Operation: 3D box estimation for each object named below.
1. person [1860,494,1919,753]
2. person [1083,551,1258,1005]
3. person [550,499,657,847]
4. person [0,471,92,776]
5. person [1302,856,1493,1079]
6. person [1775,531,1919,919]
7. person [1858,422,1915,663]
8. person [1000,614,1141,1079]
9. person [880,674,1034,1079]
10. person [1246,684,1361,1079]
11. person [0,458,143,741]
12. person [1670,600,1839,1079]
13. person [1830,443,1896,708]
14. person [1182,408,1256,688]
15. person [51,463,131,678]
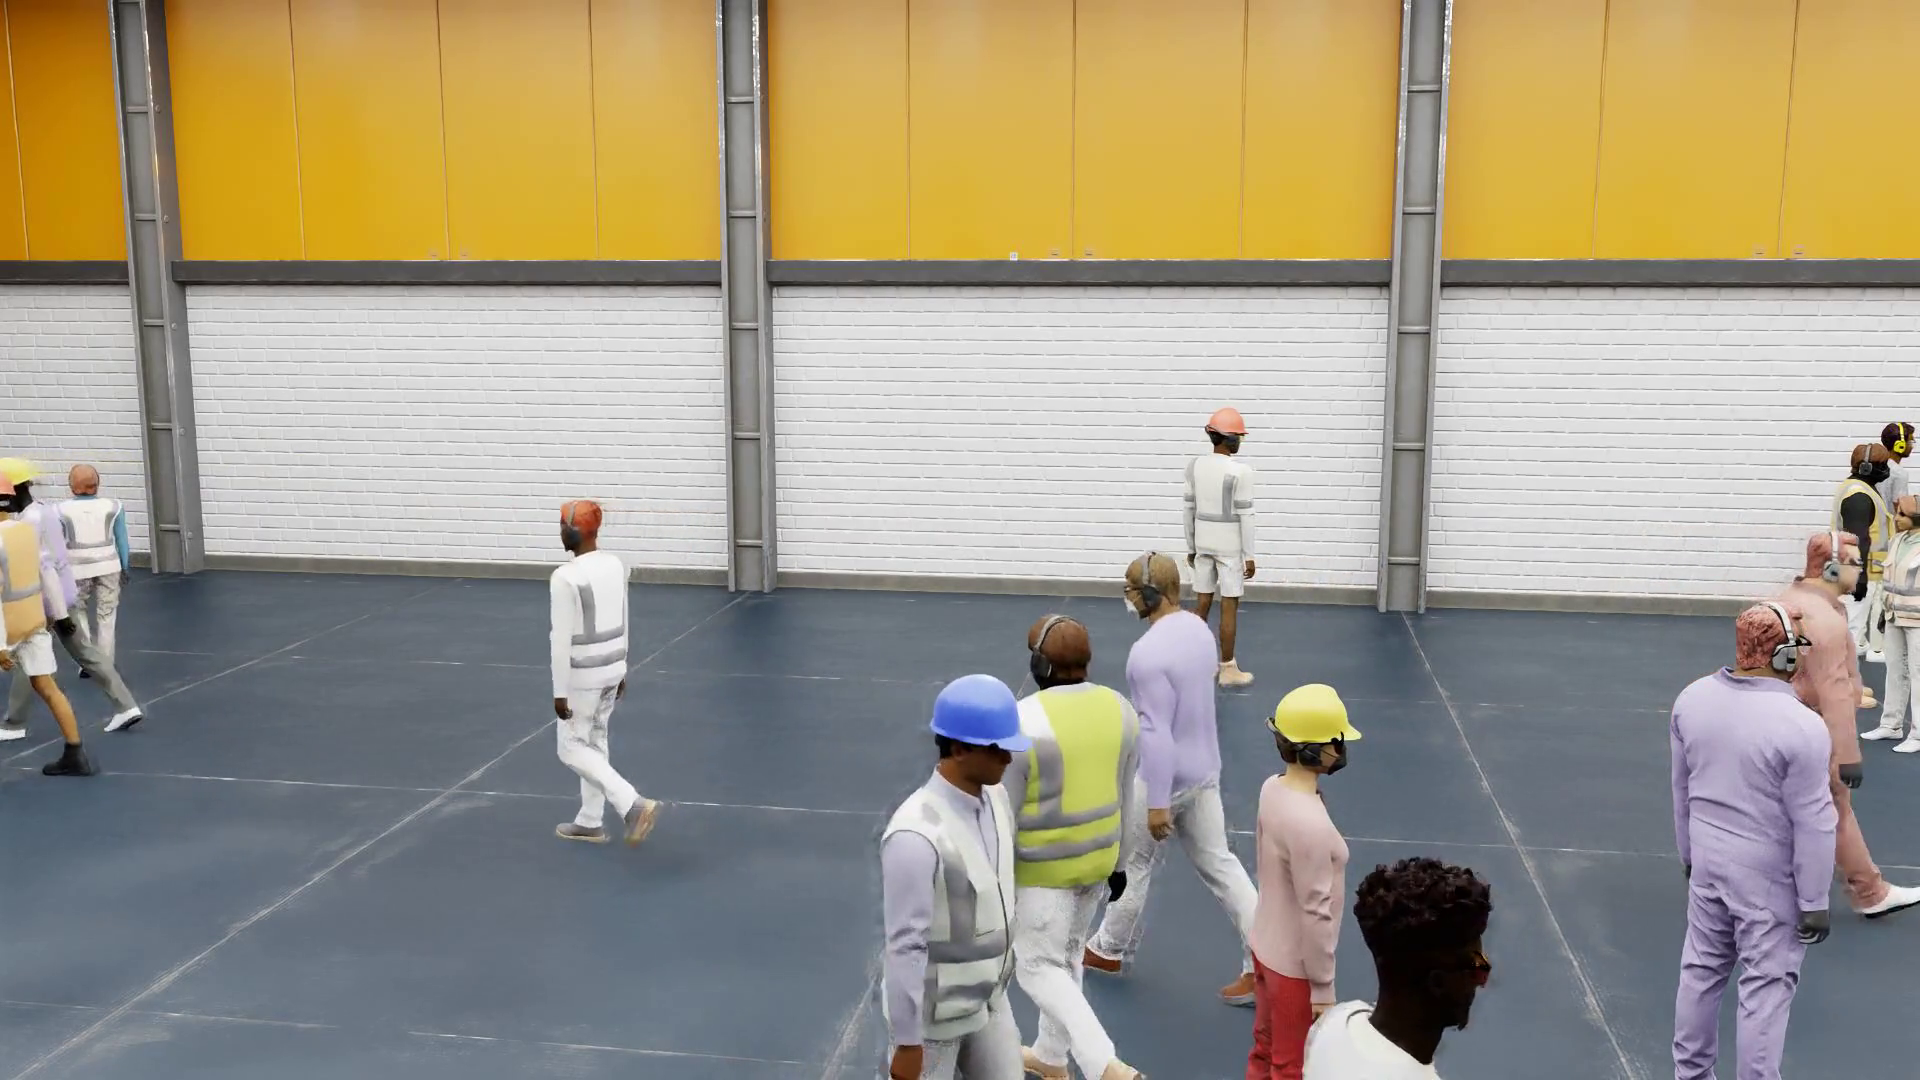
[{"bbox_3d":[5.996,0.524,10.506,0.311,1.636,0.523,-1,9,-6],"label":"person"},{"bbox_3d":[0.929,0.989,6.918,1.020,1.887,0.670,6,11,35],"label":"person"},{"bbox_3d":[-1.869,0.713,8.647,0.646,1.870,0.585,5,10,26],"label":"person"},{"bbox_3d":[-5.727,0.506,9.922,1.059,1.858,0.547,2,9,12],"label":"person"},{"bbox_3d":[0.796,1.560,3.148,0.466,1.955,0.723,0,9,1],"label":"person"},{"bbox_3d":[3.977,0.885,7.606,0.988,1.855,0.674,3,10,17],"label":"person"},{"bbox_3d":[7.194,0.015,12.933,0.323,1.870,0.518,0,9,-1],"label":"person"},{"bbox_3d":[0.413,1.181,5.932,0.633,1.823,0.761,-7,11,-37],"label":"person"},{"bbox_3d":[-0.115,1.305,4.861,0.854,1.920,0.641,5,10,28],"label":"person"},{"bbox_3d":[1.071,1.316,5.219,0.315,1.770,0.524,-1,9,-5],"label":"person"},{"bbox_3d":[-5.841,0.386,10.709,1.002,1.867,0.603,-3,10,-16],"label":"person"},{"bbox_3d":[2.776,1.152,5.805,0.410,1.909,0.643,-4,10,-21],"label":"person"},{"bbox_3d":[6.309,0.235,11.657,0.429,1.842,0.634,4,10,26],"label":"person"},{"bbox_3d":[1.918,0.053,12.167,0.374,2.040,0.615,-8,12,-42],"label":"person"},{"bbox_3d":[-6.398,0.242,12.275,0.523,1.626,0.367,-5,11,-30],"label":"person"}]
